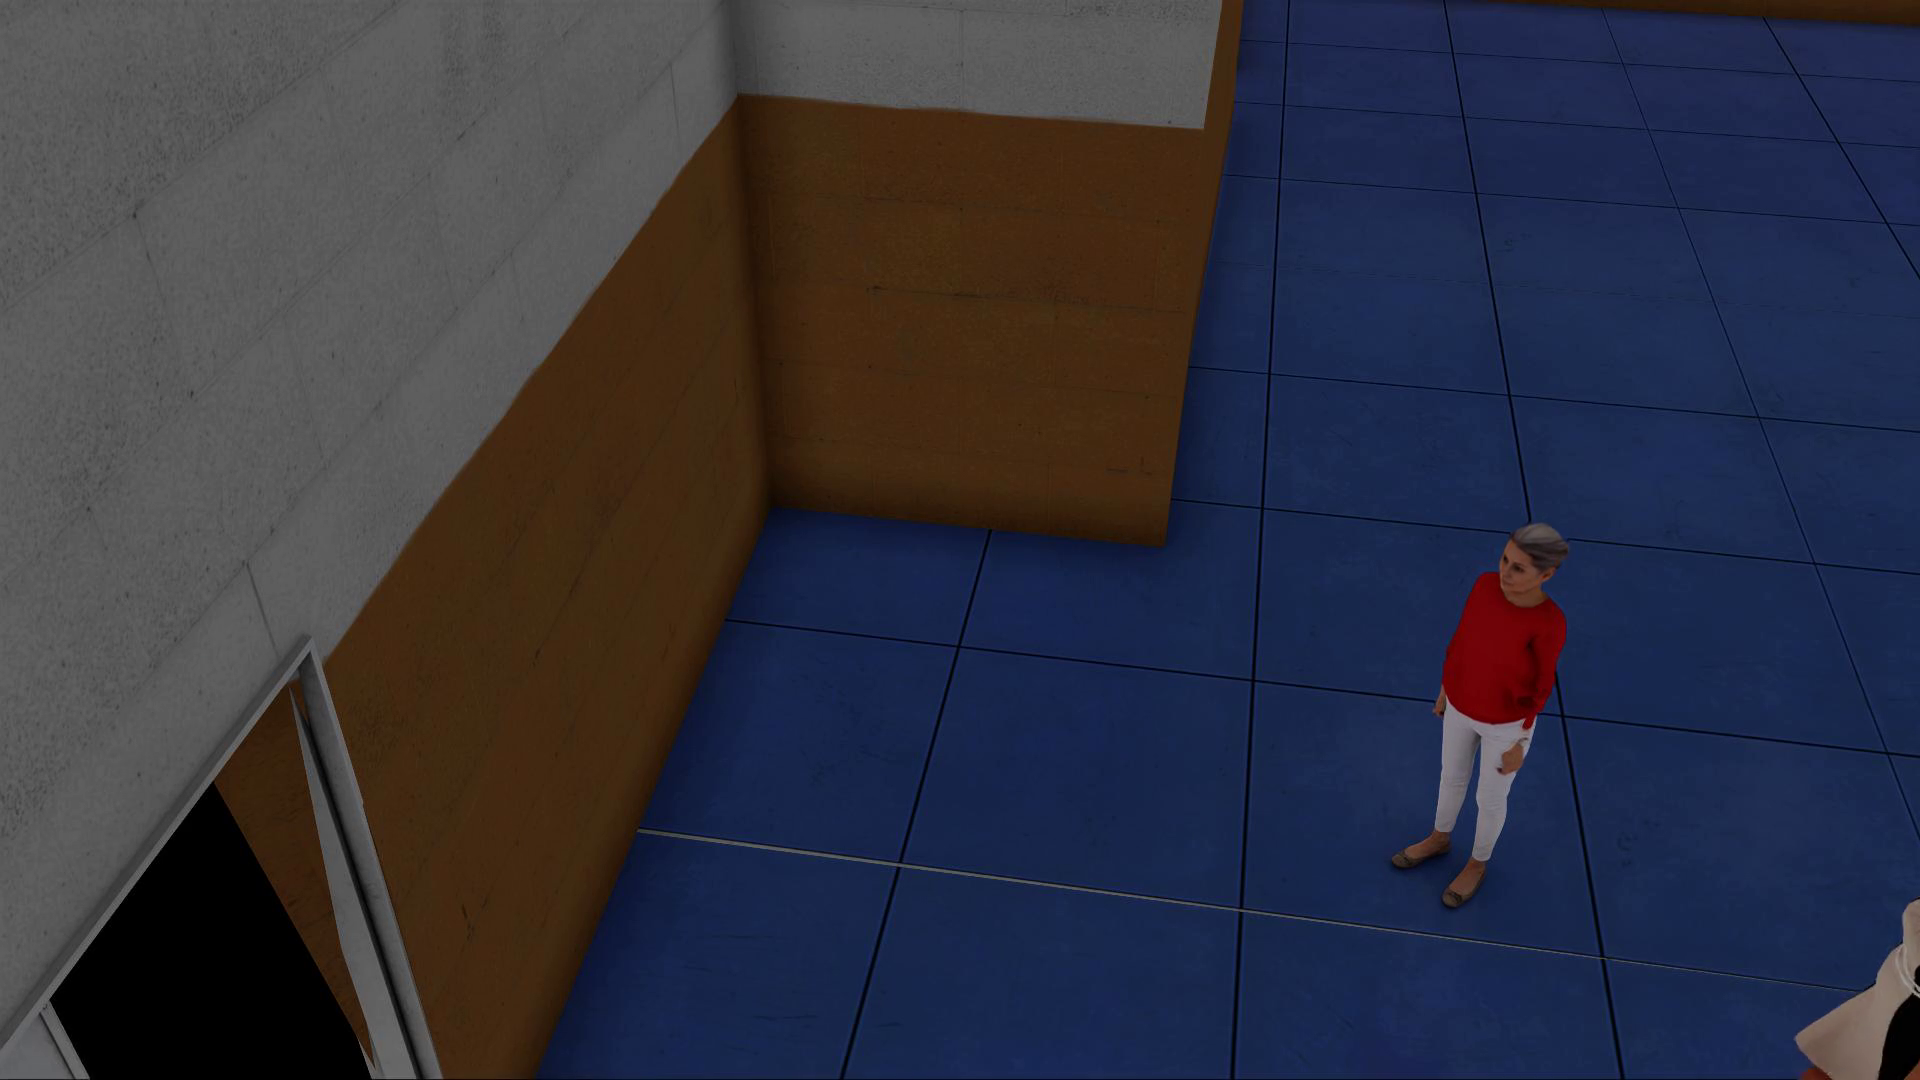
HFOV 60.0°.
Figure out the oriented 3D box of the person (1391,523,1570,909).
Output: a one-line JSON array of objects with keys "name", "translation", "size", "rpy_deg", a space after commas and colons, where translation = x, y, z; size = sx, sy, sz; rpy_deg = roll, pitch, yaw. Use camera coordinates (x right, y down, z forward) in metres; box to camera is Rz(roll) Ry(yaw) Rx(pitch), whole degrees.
[{"name": "person", "translation": [1.910, 0.634, 5.996], "size": [0.704, 1.693, 0.640], "rpy_deg": [-24, 43, -29]}]
